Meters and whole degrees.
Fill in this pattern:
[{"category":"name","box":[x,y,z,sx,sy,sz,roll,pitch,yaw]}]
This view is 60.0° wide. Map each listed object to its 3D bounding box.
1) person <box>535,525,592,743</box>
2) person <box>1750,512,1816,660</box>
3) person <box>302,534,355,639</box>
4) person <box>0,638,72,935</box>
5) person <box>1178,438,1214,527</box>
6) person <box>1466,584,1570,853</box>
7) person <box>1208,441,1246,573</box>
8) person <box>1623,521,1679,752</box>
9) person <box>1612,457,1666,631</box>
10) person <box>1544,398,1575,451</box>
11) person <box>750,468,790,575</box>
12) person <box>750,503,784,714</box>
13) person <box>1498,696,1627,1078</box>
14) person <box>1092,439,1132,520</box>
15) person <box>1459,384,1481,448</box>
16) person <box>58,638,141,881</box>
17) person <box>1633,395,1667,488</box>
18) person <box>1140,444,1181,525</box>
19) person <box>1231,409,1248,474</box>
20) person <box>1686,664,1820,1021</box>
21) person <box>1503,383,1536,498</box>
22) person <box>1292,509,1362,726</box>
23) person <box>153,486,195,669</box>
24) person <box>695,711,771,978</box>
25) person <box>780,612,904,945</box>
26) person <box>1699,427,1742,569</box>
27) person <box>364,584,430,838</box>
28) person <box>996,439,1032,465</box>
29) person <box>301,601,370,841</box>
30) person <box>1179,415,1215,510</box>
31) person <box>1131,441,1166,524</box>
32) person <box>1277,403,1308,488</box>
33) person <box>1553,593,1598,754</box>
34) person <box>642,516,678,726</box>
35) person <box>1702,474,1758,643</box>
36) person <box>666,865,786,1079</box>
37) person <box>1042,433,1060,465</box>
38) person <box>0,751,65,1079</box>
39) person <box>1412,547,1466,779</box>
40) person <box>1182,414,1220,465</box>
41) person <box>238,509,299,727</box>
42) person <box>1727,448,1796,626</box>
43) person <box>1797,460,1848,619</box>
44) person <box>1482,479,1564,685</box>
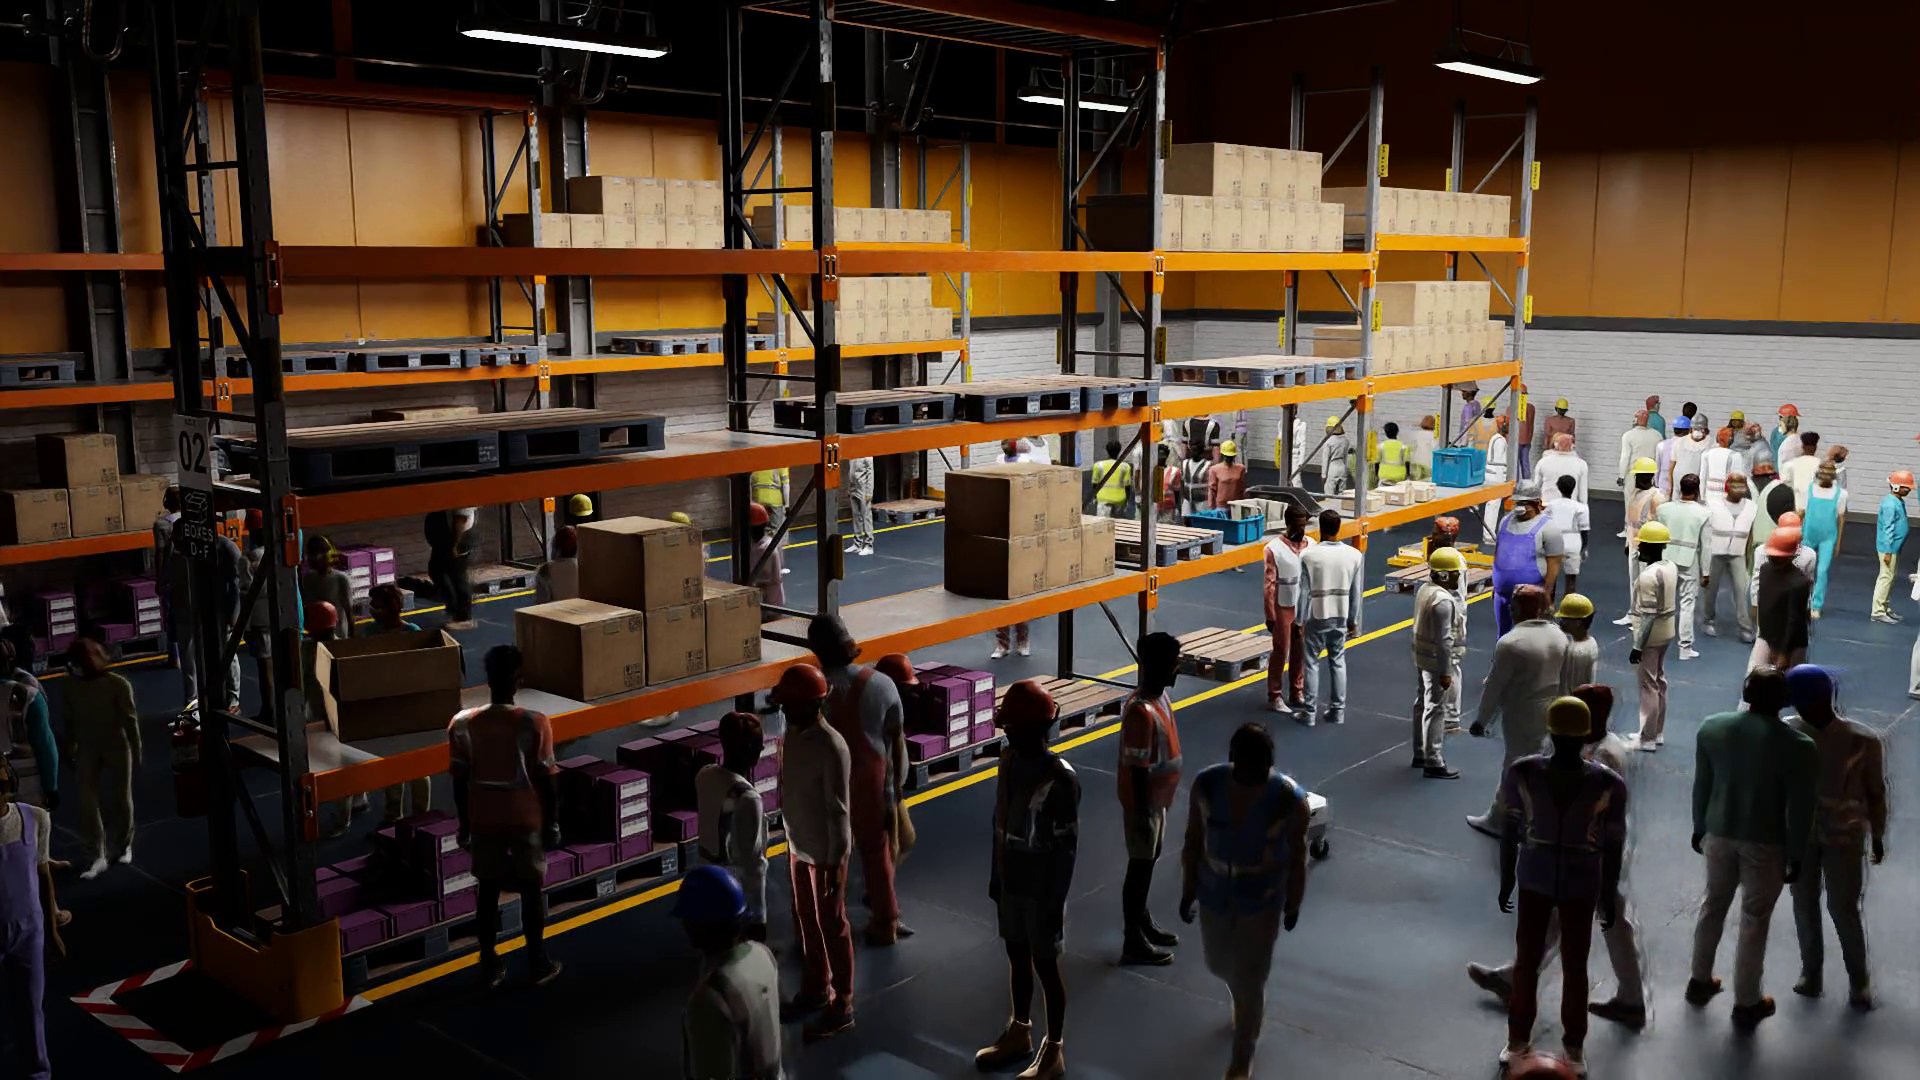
[{"category":"person","box":[-3.276,0.802,14.010,0.603,1.868,0.462,0,10,1]},{"category":"person","box":[7.687,0.600,15.551,0.561,1.753,0.330,2,10,12]},{"category":"person","box":[-5.182,0.853,13.752,0.526,1.853,0.562,3,10,19]},{"category":"person","box":[-5.727,1.489,10.008,0.622,1.839,0.429,-1,10,-4]},{"category":"person","box":[3.271,-0.574,22.788,0.543,1.681,0.573,8,12,38]},{"category":"person","box":[3.822,1.228,11.487,0.648,1.857,0.880,-8,12,-38]},{"category":"person","box":[3.493,-0.431,21.721,0.527,1.752,0.337,-2,10,-13]},{"category":"person","box":[5.733,0.801,13.837,0.370,1.928,0.585,8,12,40]},{"category":"person","box":[7.527,0.042,18.374,0.371,1.927,0.588,-1,10,-8]},{"category":"person","box":[10.192,-1.535,28.284,0.525,1.762,0.340,0,10,0]},{"category":"person","box":[-2.485,-0.497,21.585,0.585,1.929,0.371,2,10,13]},{"category":"person","box":[-1.804,0.604,15.076,0.426,1.919,0.650,-1,10,-4]},{"category":"person","box":[3.003,1.720,8.345,0.588,1.930,0.364,4,10,22]},{"category":"person","box":[2.068,-0.541,22.663,0.538,1.663,0.852,0,10,3]},{"category":"person","box":[8.692,-1.710,28.487,0.374,2.044,0.605,5,11,30]},{"category":"person","box":[-5.700,1.432,11.032,0.514,1.594,0.678,-1,10,-9]},{"category":"person","box":[11.208,-1.391,26.977,0.408,1.913,0.646,-4,10,-22]},{"category":"person","box":[2.625,-0.421,21.818,0.535,1.700,0.318,1,10,5]},{"category":"person","box":[5.337,-2.057,31.797,0.318,1.630,0.513,6,11,33]},{"category":"person","box":[4.266,1.622,8.998,0.441,1.922,0.636,-9,13,-44]},{"category":"person","box":[9.580,-1.697,28.552,0.612,1.996,0.388,-4,11,-25]},{"category":"person","box":[3.232,0.685,14.610,0.599,1.905,0.391,-2,10,-13]},{"category":"person","box":[-7.818,0.373,16.688,0.357,1.835,0.516,8,12,38]},{"category":"person","box":[-1.122,1.767,8.255,0.342,1.874,0.577,-6,11,-33]},{"category":"person","box":[-0.688,1.410,9.867,0.756,2.000,0.545,-2,10,-12]},{"category":"person","box":[10.116,-0.563,22.106,0.355,1.887,0.574,-7,12,-36]},{"category":"person","box":[-3.930,1.205,11.685,0.564,1.841,0.394,5,11,28]},{"category":"person","box":[0.705,-0.508,22.005,0.577,1.814,0.502,9,13,44]},{"category":"person","box":[-4.432,1.238,11.894,0.587,1.712,0.638,4,10,23]},{"category":"person","box":[3.912,-1.400,27.179,0.581,1.856,1.008,7,12,36]},{"category":"person","box":[2.774,-0.891,24.456,0.533,1.754,0.377,-7,12,-34]},{"category":"person","box":[5.247,-1.273,26.378,0.351,1.880,0.575,-7,12,-36]},{"category":"person","box":[4.317,1.244,11.710,0.341,1.757,0.517,6,11,30]},{"category":"person","box":[-2.673,0.700,14.680,0.367,1.855,0.638,1,10,4]},{"category":"person","box":[8.230,0.205,17.776,0.594,1.806,0.910,1,10,4]},{"category":"person","box":[-0.909,2.108,6.132,1.002,1.891,0.651,3,10,16]},{"category":"person","box":[1.403,-1.286,26.166,0.494,1.977,0.673,-2,10,-11]},{"category":"person","box":[-4.450,1.865,7.730,0.346,1.847,0.506,9,13,42]},{"category":"person","box":[3.788,0.959,13.177,0.404,1.834,0.592,0,10,0]},{"category":"person","box":[3.692,-1.188,25.429,0.611,2.030,0.410,5,11,29]},{"category":"person","box":[-6.060,0.680,14.568,0.384,1.929,0.543,7,12,36]},{"category":"person","box":[8.857,-0.024,18.429,0.698,2.000,0.719,6,11,32]},{"category":"person","box":[9.878,-0.027,19.122,0.511,1.829,0.637,6,11,30]},{"category":"person","box":[5.279,0.433,15.697,0.536,2.000,0.685,-7,12,-37]}]
